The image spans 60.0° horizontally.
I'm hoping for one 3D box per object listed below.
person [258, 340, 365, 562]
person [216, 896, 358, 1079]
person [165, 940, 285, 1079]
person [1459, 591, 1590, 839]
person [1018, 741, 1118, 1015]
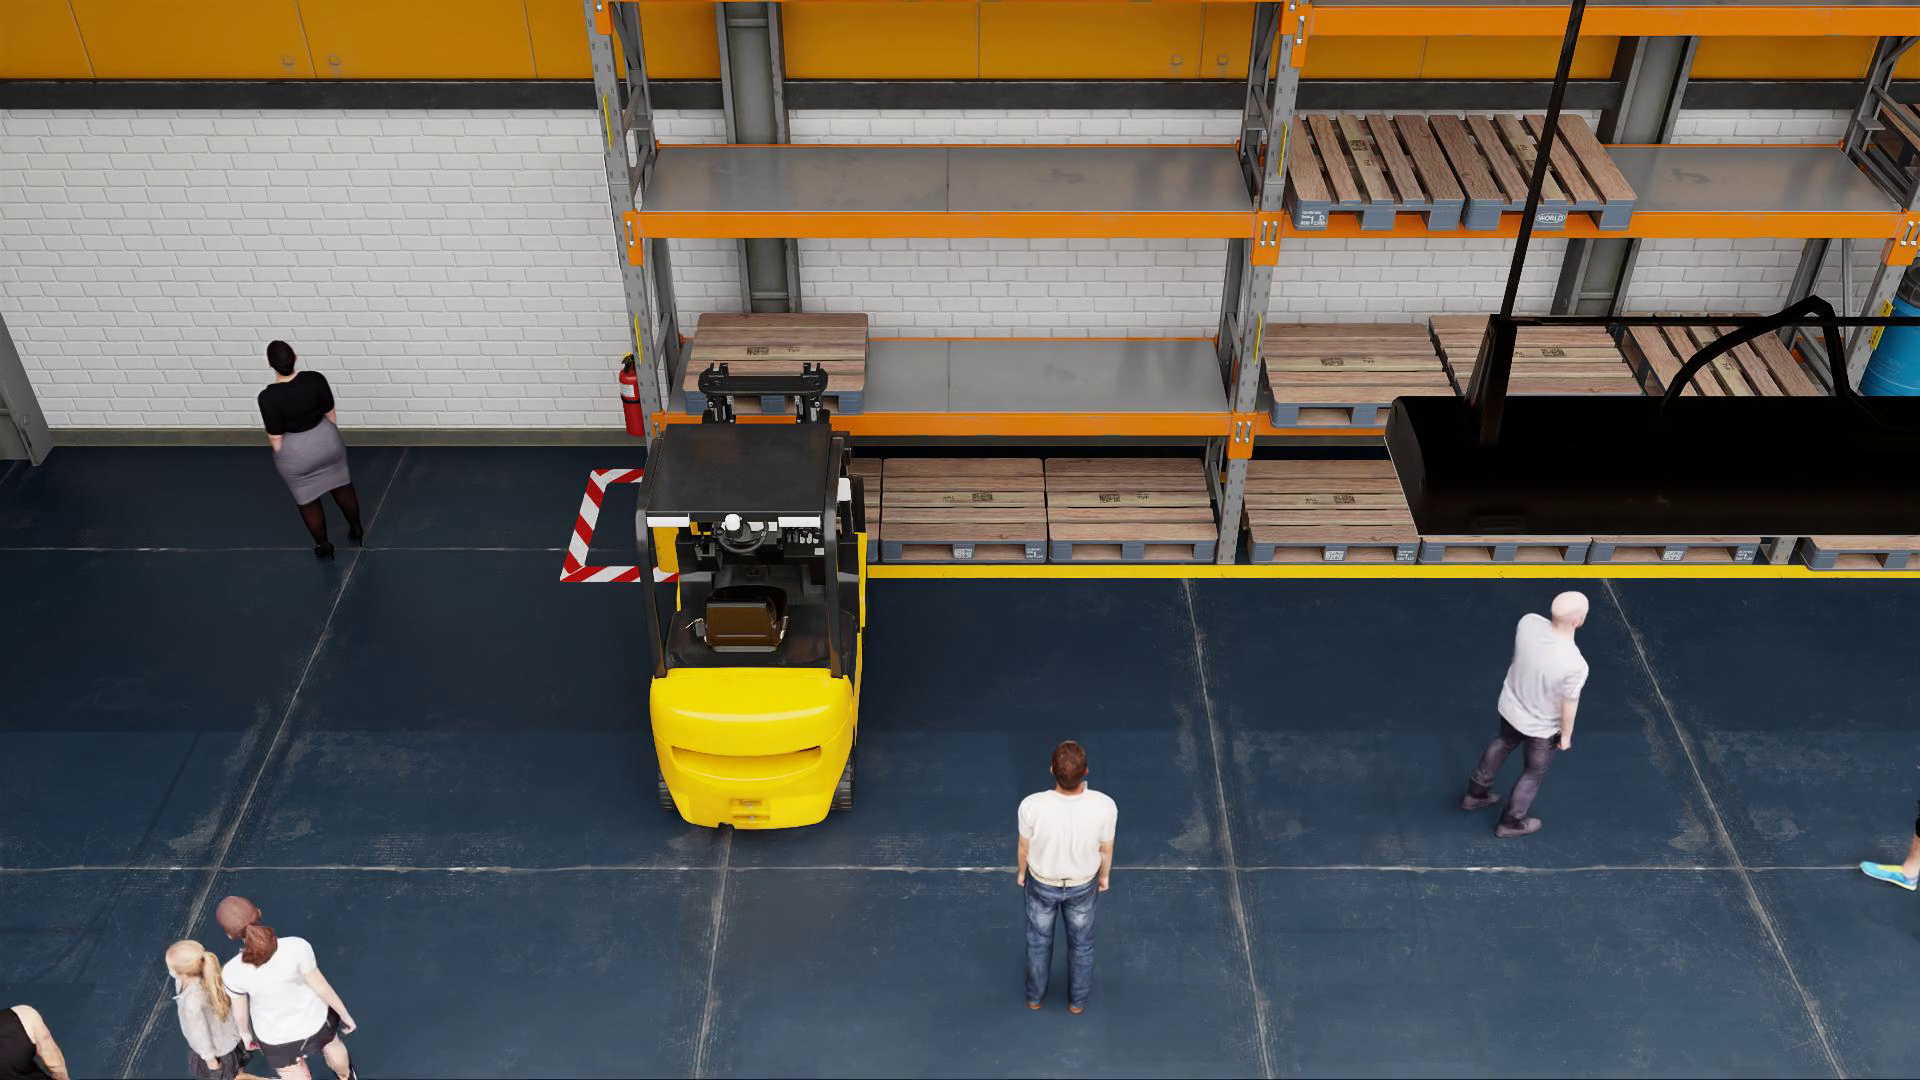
[{"bbox_3d":[-4.530,-0.622,11.606,0.768,1.760,0.832,-31,48,-33],"label":"person"},{"bbox_3d":[-3.128,2.390,7.873,1.038,1.712,0.988,-18,42,-21],"label":"person"},{"bbox_3d":[-3.615,2.421,8.193,0.712,1.264,0.568,-5,39,-7],"label":"person"},{"bbox_3d":[3.238,0.987,9.536,0.785,1.828,0.789,-15,41,-18],"label":"person"},{"bbox_3d":[0.521,1.764,8.547,0.490,1.849,0.700,0,39,-1],"label":"person"}]
